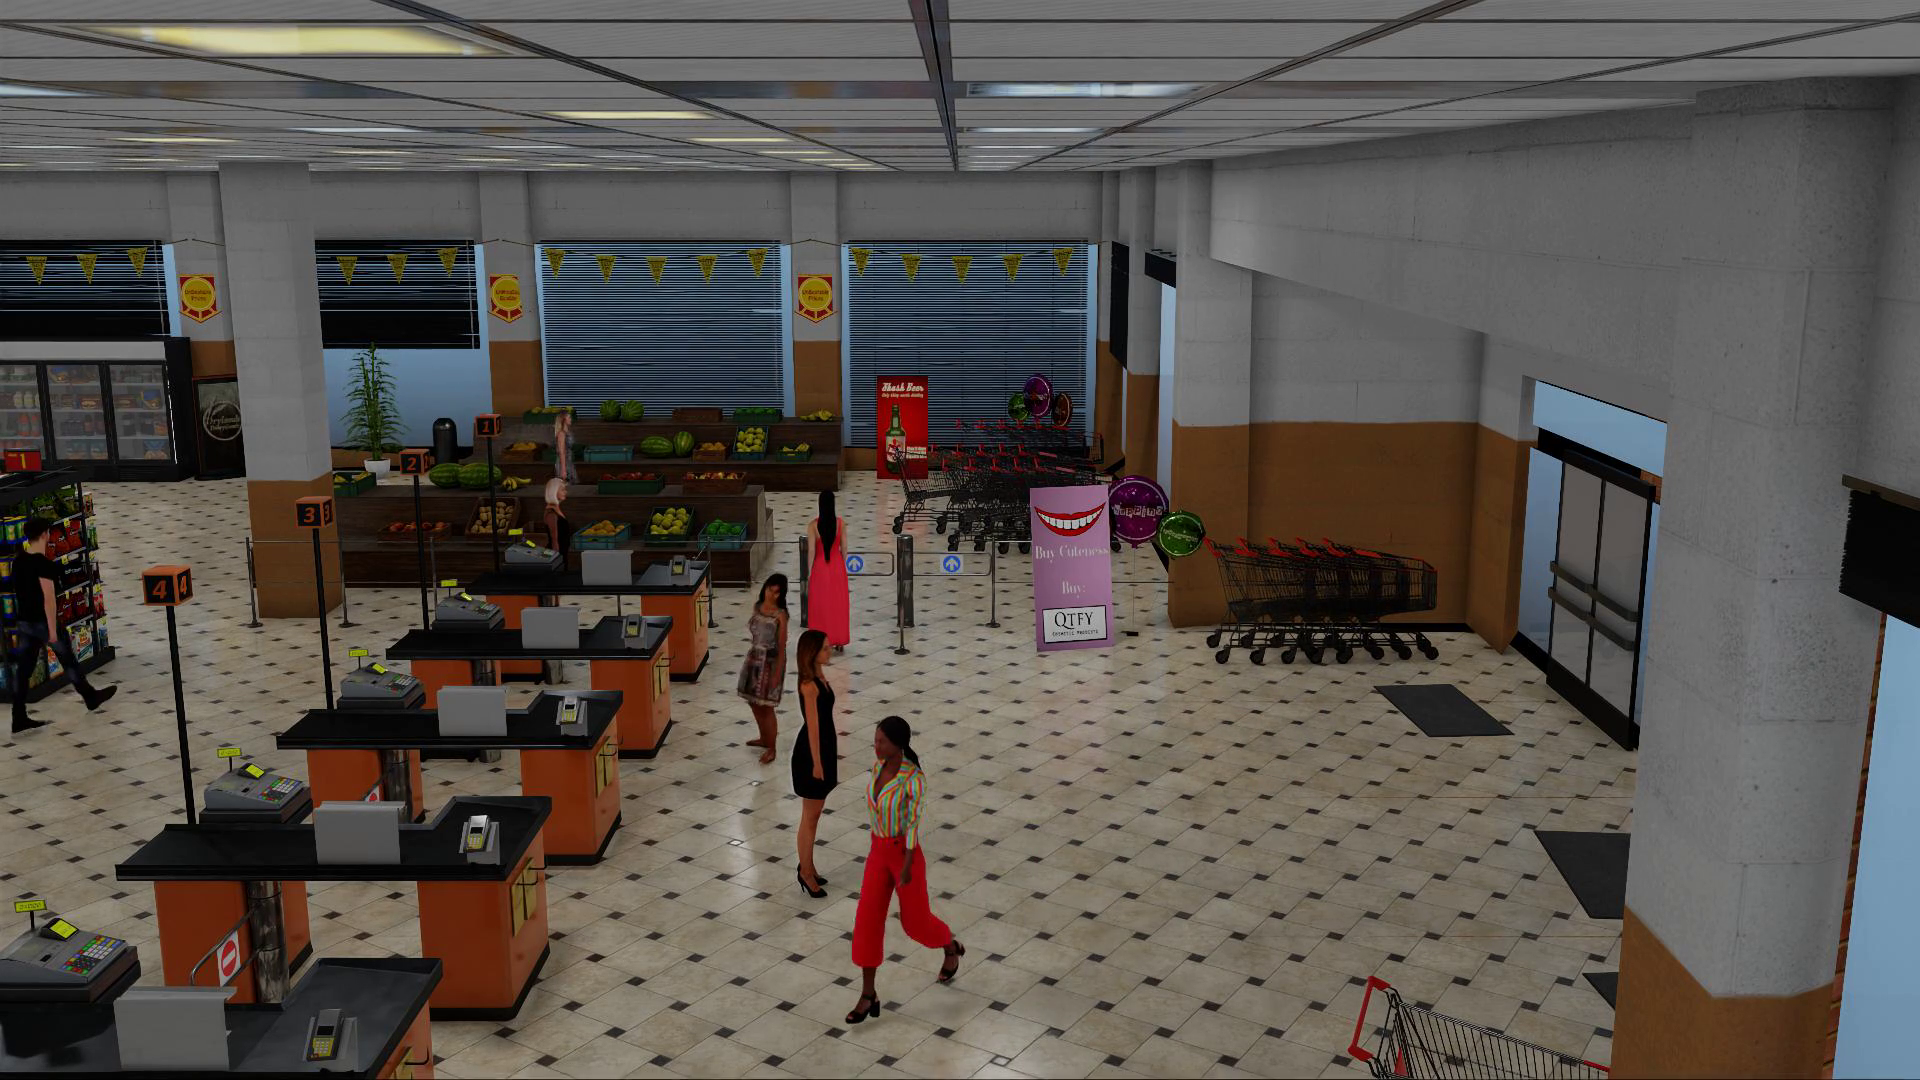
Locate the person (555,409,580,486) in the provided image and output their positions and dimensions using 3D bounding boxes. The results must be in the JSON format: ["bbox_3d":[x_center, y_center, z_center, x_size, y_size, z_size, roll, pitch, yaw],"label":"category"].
[{"bbox_3d":[-5.647,-0.979,23.347,1.035,1.679,0.619,-1,12,-5],"label":"person"}]

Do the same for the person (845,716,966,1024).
[{"bbox_3d":[-0.291,1.877,9.584,1.099,1.761,1.108,10,16,40],"label":"person"}]

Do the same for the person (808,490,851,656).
[{"bbox_3d":[-1.345,0.332,17.003,0.629,1.727,0.752,-5,13,-21],"label":"person"}]

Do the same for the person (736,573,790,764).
[{"bbox_3d":[-1.612,1.055,13.854,0.879,1.610,0.830,-8,14,-32],"label":"person"}]

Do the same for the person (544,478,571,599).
[{"bbox_3d":[-4.264,0.207,17.557,0.556,1.744,0.632,-2,12,-9],"label":"person"}]

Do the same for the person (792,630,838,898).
[{"bbox_3d":[-0.979,1.496,11.216,0.509,1.834,0.572,0,12,0],"label":"person"}]

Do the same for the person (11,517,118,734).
[{"bbox_3d":[-8.164,0.780,14.588,1.247,1.846,1.043,5,13,24],"label":"person"}]
